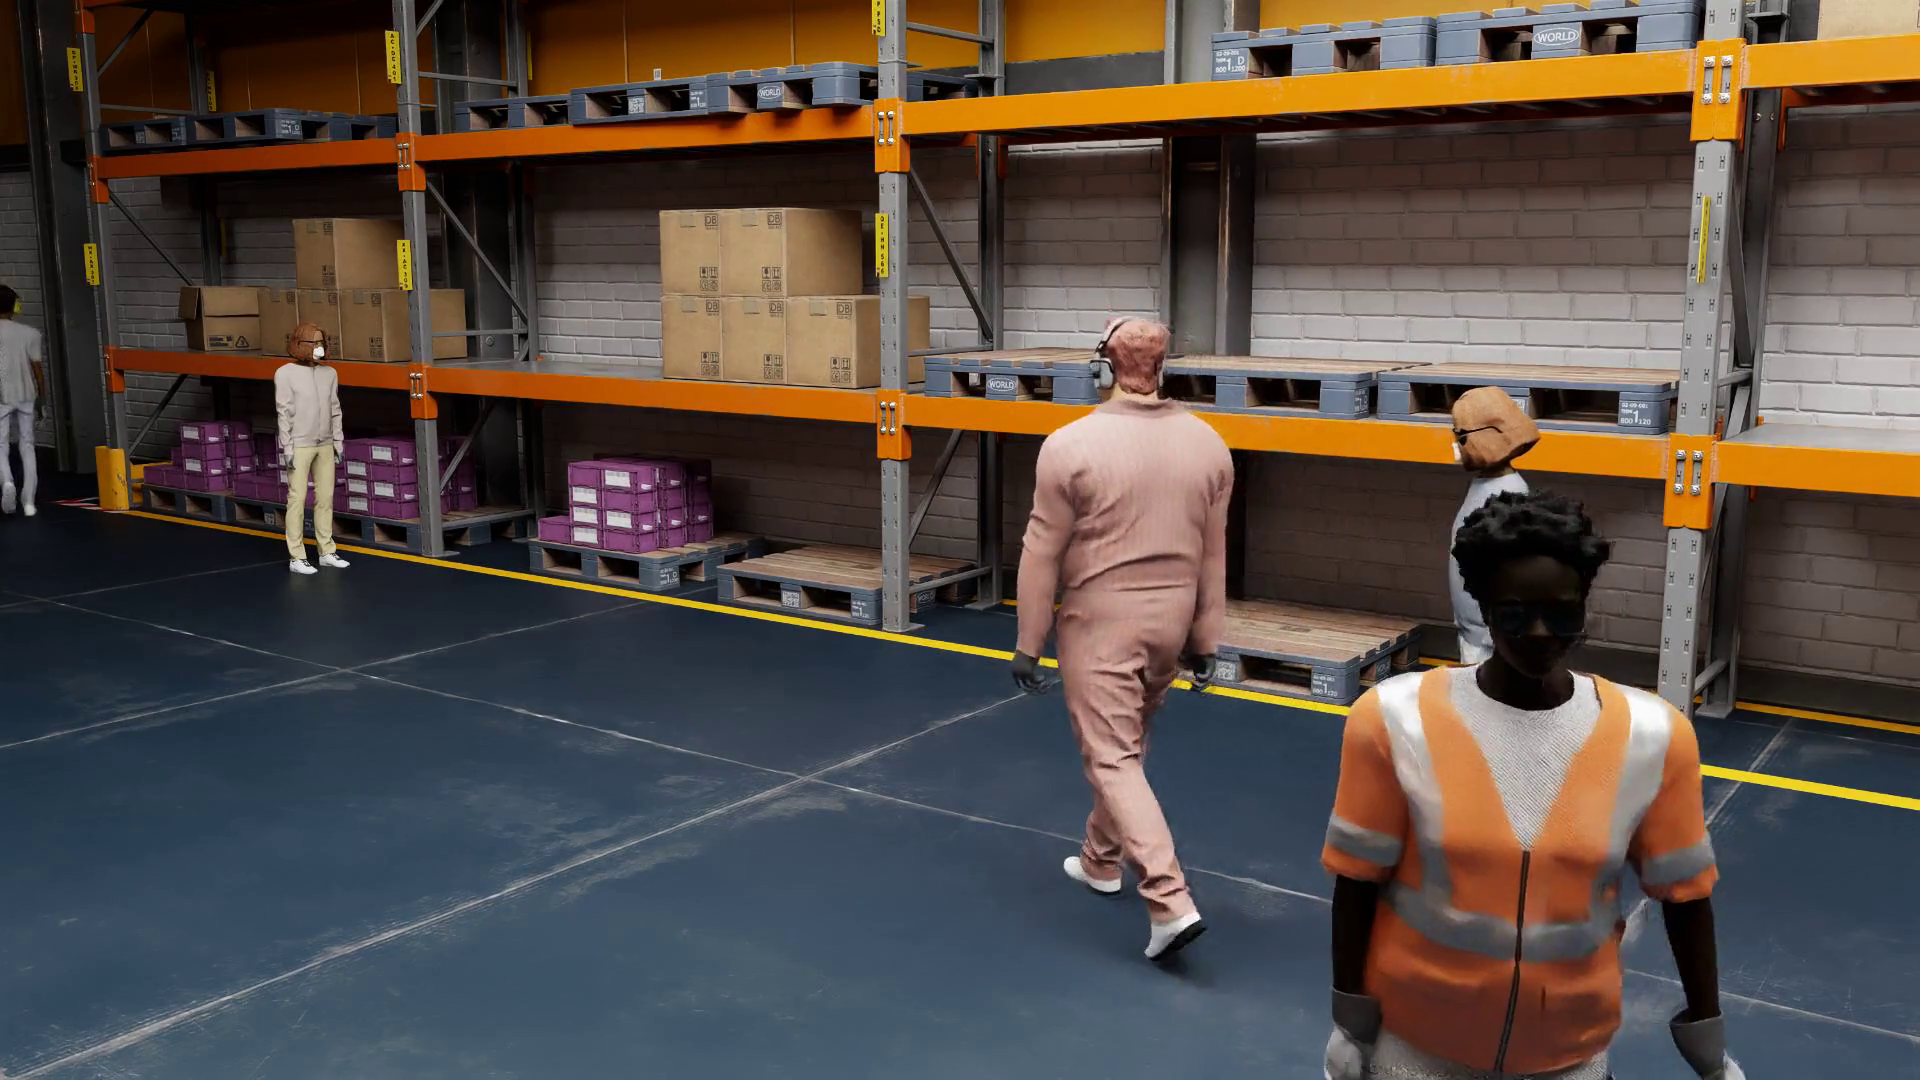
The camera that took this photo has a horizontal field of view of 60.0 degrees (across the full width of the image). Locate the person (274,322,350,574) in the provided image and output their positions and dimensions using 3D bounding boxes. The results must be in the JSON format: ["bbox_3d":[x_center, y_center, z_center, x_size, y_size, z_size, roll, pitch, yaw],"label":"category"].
[{"bbox_3d":[-4.225,-0.598,10.839,0.277,1.629,0.497,5,11,28],"label":"person"}]

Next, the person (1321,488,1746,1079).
[{"bbox_3d":[0.859,0.755,2.574,0.671,1.697,0.337,1,10,6],"label":"person"}]

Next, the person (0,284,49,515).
[{"bbox_3d":[-7.448,-1.079,13.062,0.507,1.852,0.558,-6,11,-30],"label":"person"}]

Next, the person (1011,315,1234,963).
[{"bbox_3d":[0.506,0.272,4.949,0.652,1.873,0.934,-5,11,-27],"label":"person"}]

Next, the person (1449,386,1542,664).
[{"bbox_3d":[1.668,0.327,5.302,0.278,1.633,0.497,2,10,9],"label":"person"}]
